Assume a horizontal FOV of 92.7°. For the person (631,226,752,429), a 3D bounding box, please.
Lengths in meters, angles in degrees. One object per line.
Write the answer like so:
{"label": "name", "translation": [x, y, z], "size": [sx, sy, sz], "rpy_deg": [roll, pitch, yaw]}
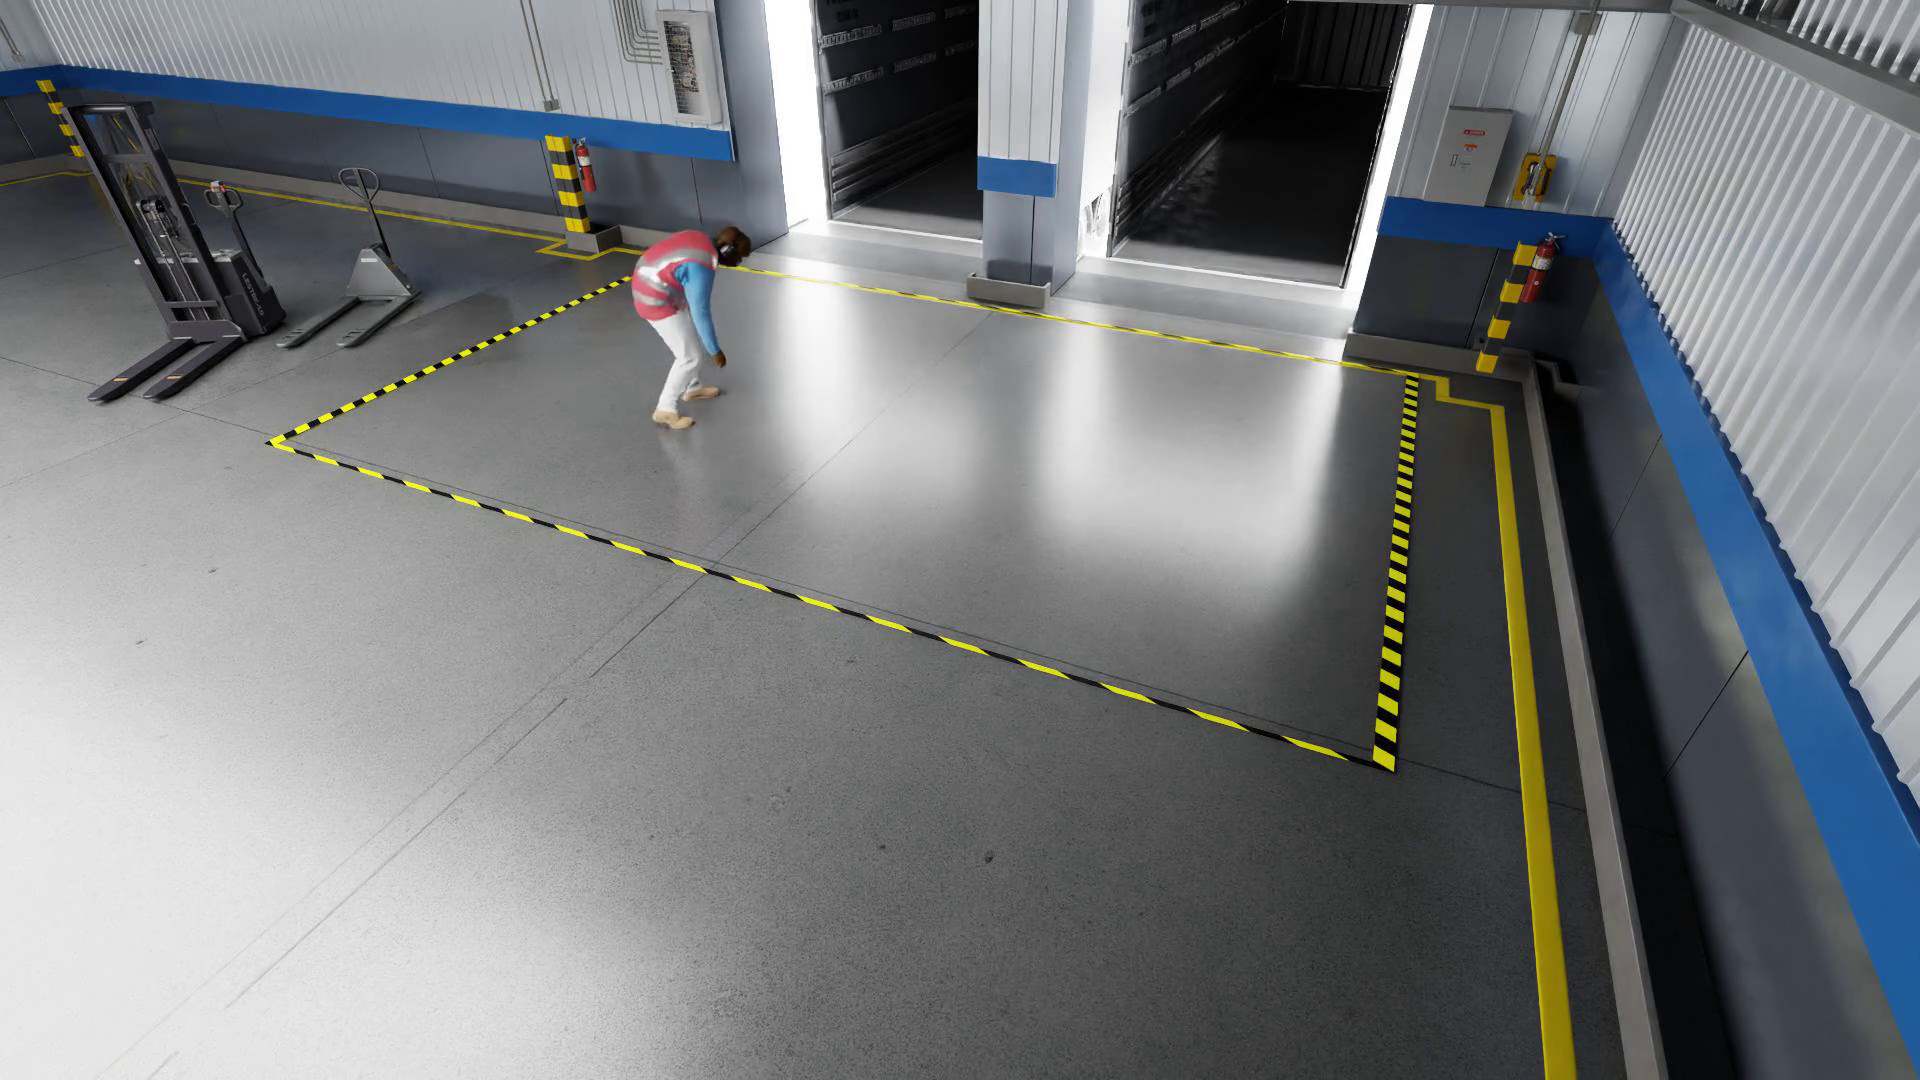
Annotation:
{"label": "person", "translation": [-1.959, -1.615, 6.874], "size": [0.930, 1.390, 0.826], "rpy_deg": [-11, 37, -16]}

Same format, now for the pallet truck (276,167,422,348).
{"label": "pallet truck", "translation": [-5.732, -2.611, 8.414], "size": [0.680, 1.201, 1.601], "rpy_deg": [-1, 35, -1]}

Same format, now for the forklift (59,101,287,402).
{"label": "forklift", "translation": [-6.686, -2.387, 7.434], "size": [0.823, 1.965, 1.885], "rpy_deg": [-3, 35, -5]}
